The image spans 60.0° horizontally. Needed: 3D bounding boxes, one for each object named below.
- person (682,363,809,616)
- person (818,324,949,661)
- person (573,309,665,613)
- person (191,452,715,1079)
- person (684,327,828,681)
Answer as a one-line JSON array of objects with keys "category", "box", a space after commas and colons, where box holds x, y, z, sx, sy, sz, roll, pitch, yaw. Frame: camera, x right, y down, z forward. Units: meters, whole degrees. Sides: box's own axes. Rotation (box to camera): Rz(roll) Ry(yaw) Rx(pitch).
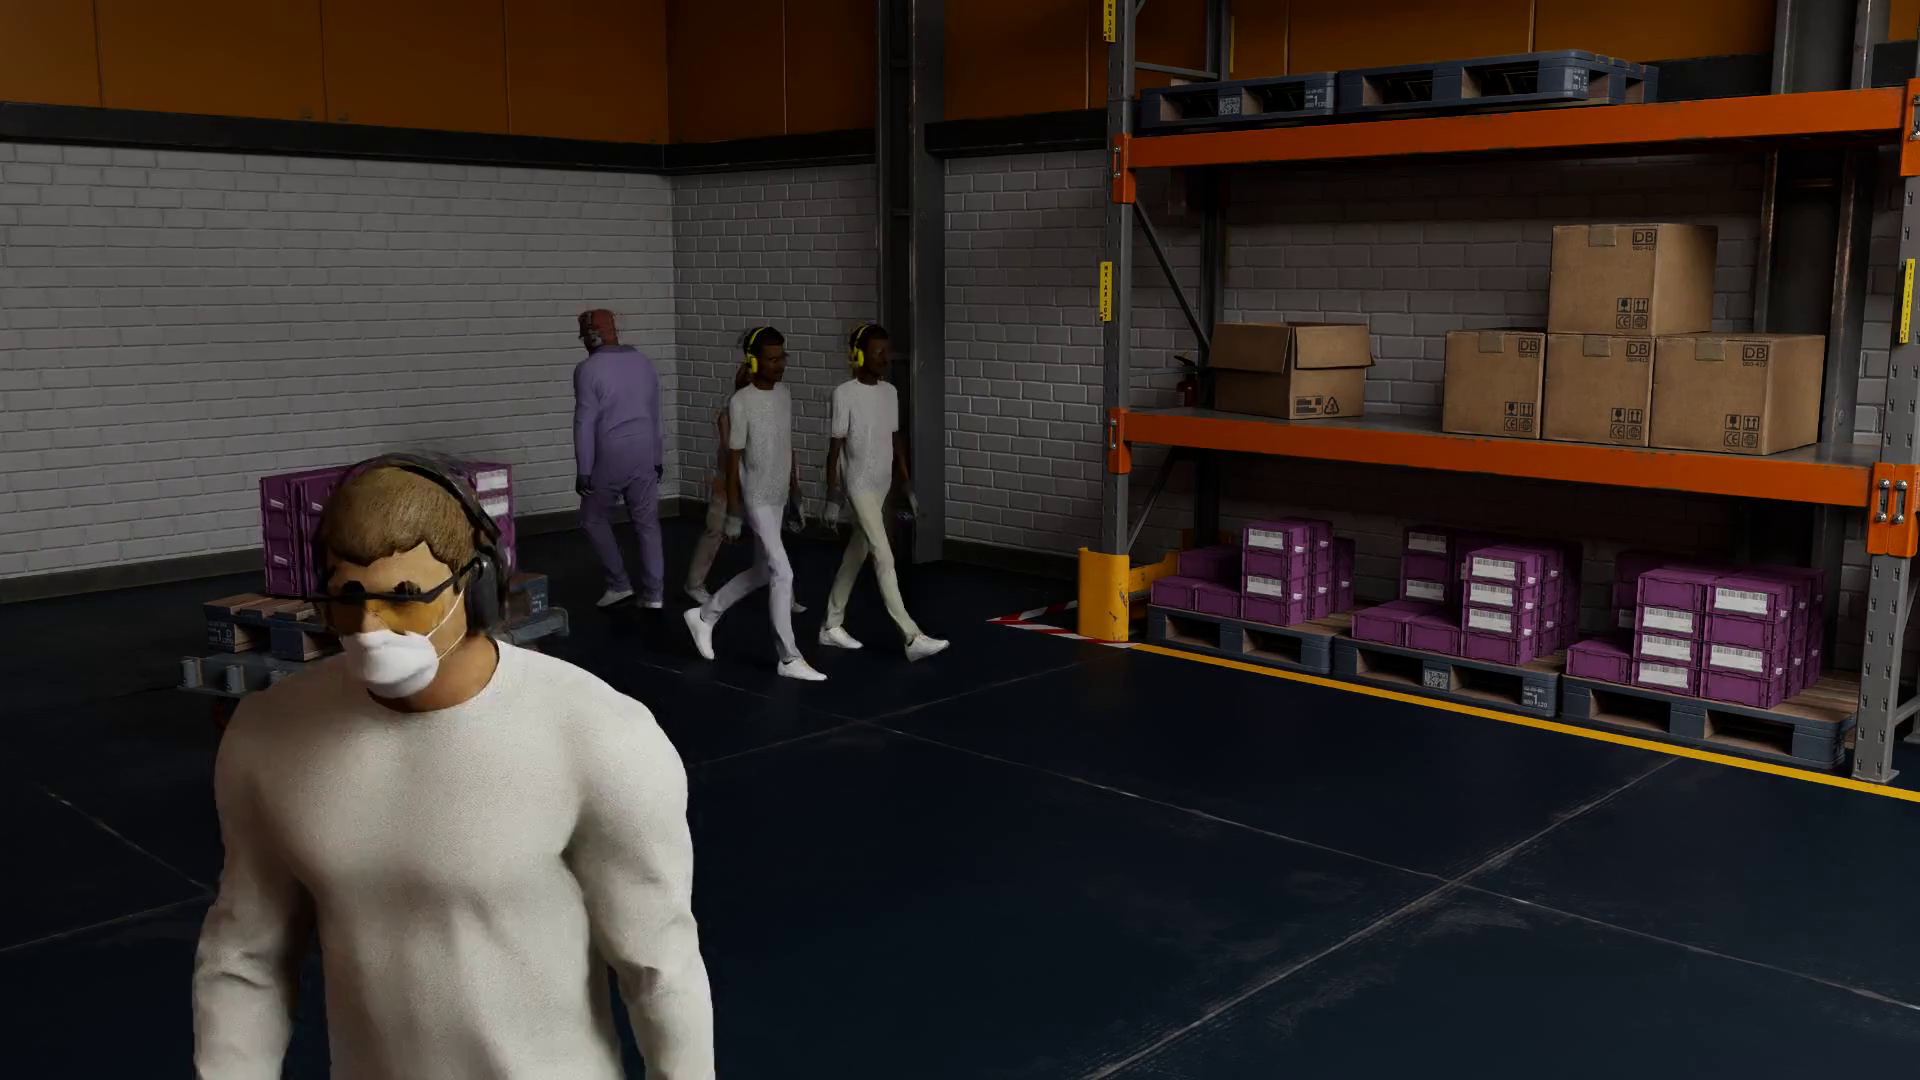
[{"category": "person", "box": [-1.372, -0.315, 10.210, 0.970, 1.564, 0.497, 7, 12, 37]}, {"category": "person", "box": [-0.440, -0.256, 9.069, 0.961, 1.812, 0.551, 6, 11, 34]}, {"category": "person", "box": [-2.093, -0.473, 10.220, 0.578, 1.867, 0.755, 7, 12, 37]}, {"category": "person", "box": [-0.692, 0.836, 2.140, 0.630, 1.890, 0.973, 3, 10, 16]}, {"category": "person", "box": [-1.097, -0.194, 8.685, 0.852, 1.838, 0.519, 4, 10, 25]}]
